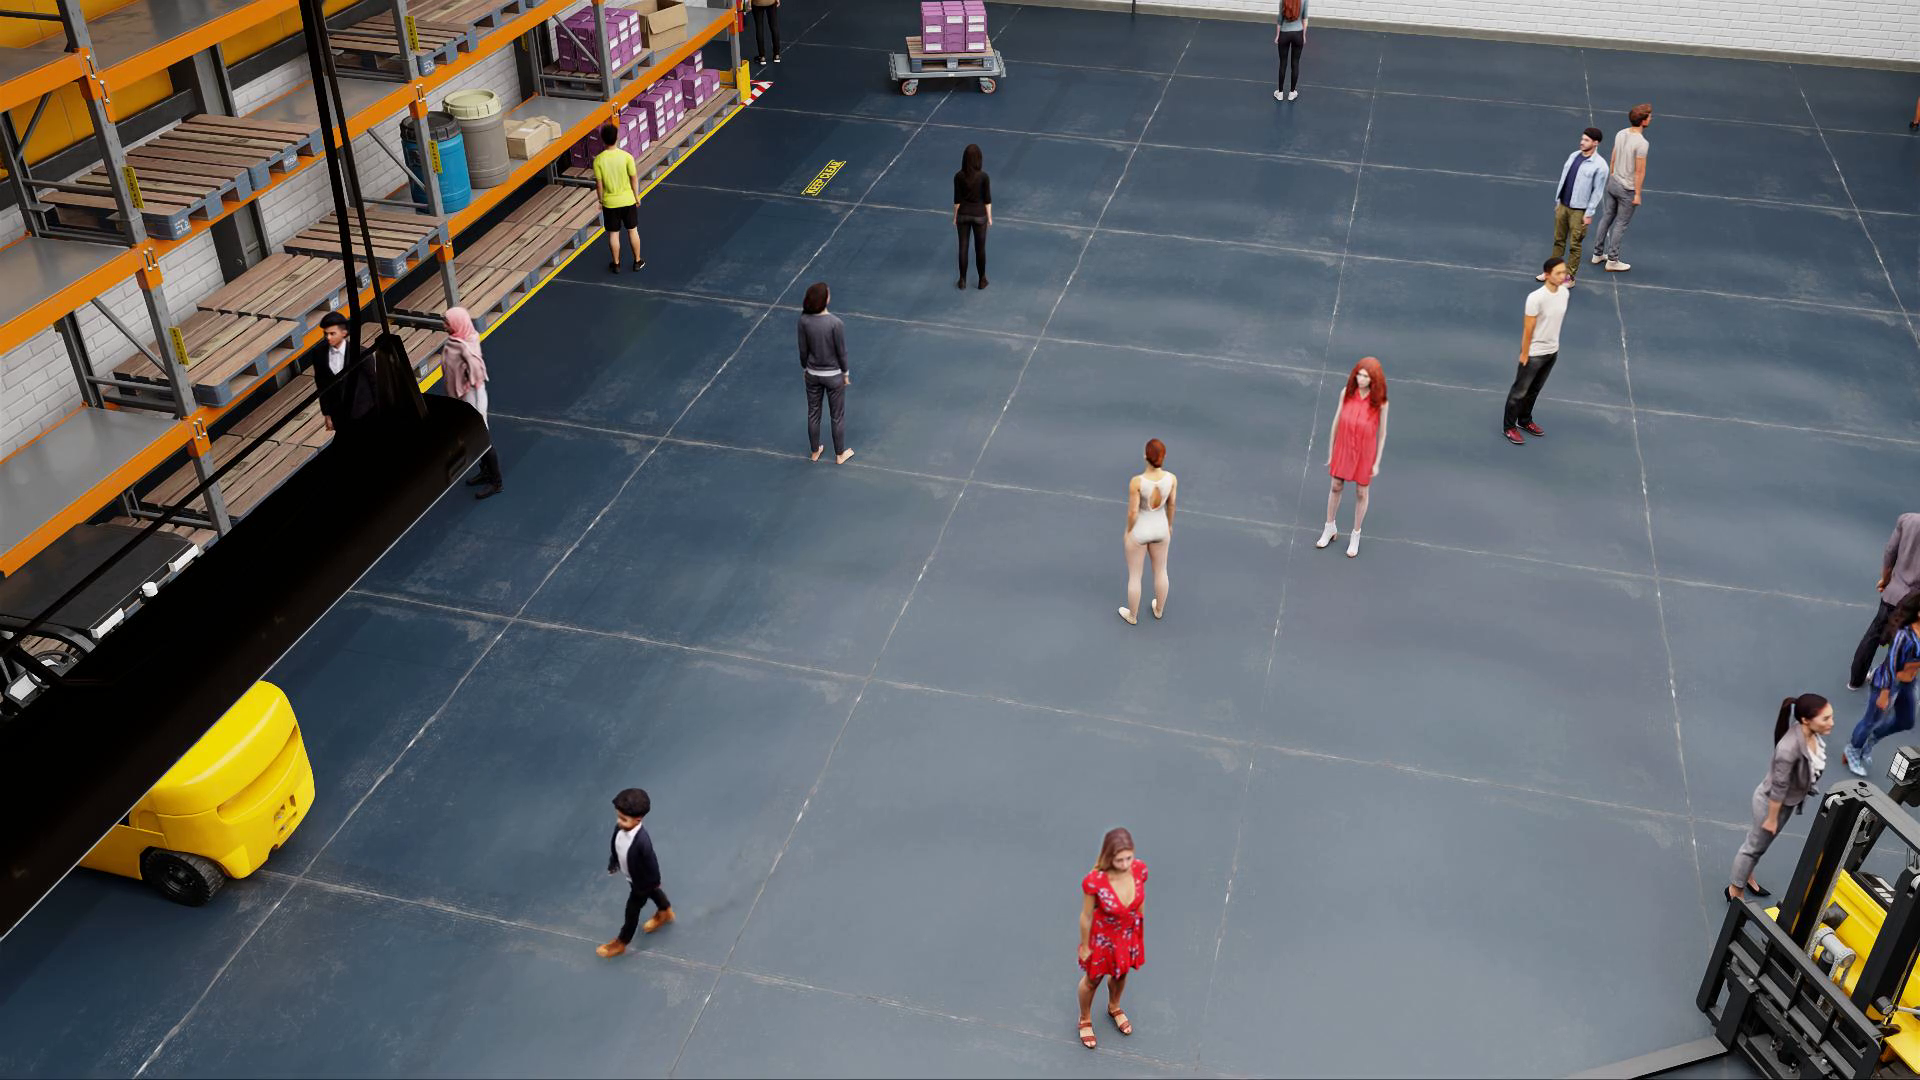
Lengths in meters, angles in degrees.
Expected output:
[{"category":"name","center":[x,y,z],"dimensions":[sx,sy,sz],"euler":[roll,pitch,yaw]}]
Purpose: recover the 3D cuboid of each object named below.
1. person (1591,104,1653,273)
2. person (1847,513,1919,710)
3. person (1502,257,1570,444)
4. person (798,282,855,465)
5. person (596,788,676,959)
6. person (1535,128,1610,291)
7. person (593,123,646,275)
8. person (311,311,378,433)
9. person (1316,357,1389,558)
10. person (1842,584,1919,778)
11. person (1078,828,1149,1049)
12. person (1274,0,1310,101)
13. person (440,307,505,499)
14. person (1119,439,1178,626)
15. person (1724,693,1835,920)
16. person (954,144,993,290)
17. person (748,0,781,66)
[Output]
[{"category":"person","center":[7.424,-3.952,18.599],"dimensions":[0.807,1.899,0.705],"euler":[-12,35,-17]},{"category":"person","center":[6.918,0.393,12.103],"dimensions":[0.802,1.854,0.713],"euler":[-14,36,-20]},{"category":"person","center":[5.357,-1.780,15.417],"dimensions":[0.695,1.804,0.769],"euler":[-20,38,-27]},{"category":"person","center":[-1.224,-1.507,15.037],"dimensions":[0.601,1.768,0.507],"euler":[9,35,13]},{"category":"person","center":[-1.936,1.998,10.280],"dimensions":[0.871,1.199,0.785],"euler":[-21,39,-28]},{"category":"person","center":[6.739,-3.636,18.203],"dimensions":[0.809,1.811,0.738],"euler":[-16,37,-23]},{"category":"person","center":[-3.810,-3.815,18.564],"dimensions":[0.699,1.708,0.693],"euler":[-7,34,-10]},{"category":"person","center":[-5.224,-1.116,14.347],"dimensions":[0.746,1.883,0.627],"euler":[1,34,2]},{"category":"person","center":[3.271,-0.698,13.769],"dimensions":[0.646,1.826,0.612],"euler":[20,38,27]},{"category":"person","center":[6.388,0.947,11.487],"dimensions":[0.757,1.613,0.808],"euler":[-16,37,-23]},{"category":"person","center":[0.875,2.255,9.537],"dimensions":[0.666,1.592,0.707],"euler":[-13,36,-18]},{"category":"person","center":[4.669,-7.088,23.457],"dimensions":[0.597,1.743,0.572],"euler":[4,34,7]},{"category":"person","center":[-4.275,-1.210,14.560],"dimensions":[0.790,1.803,0.732],"euler":[-18,38,-25]},{"category":"person","center":[1.475,-0.065,12.981],"dimensions":[0.621,1.644,0.638],"euler":[-10,35,-15]},{"category":"person","center":[5.110,1.631,10.399],"dimensions":[0.775,1.678,0.673],"euler":[27,42,34]},{"category":"person","center":[0.133,-3.530,18.196],"dimensions":[0.603,1.642,0.549],"euler":[3,34,4]},{"category":"person","center":[-2.926,-8.066,24.830],"dimensions":[0.747,1.852,0.771],"euler":[-12,35,-17]}]
